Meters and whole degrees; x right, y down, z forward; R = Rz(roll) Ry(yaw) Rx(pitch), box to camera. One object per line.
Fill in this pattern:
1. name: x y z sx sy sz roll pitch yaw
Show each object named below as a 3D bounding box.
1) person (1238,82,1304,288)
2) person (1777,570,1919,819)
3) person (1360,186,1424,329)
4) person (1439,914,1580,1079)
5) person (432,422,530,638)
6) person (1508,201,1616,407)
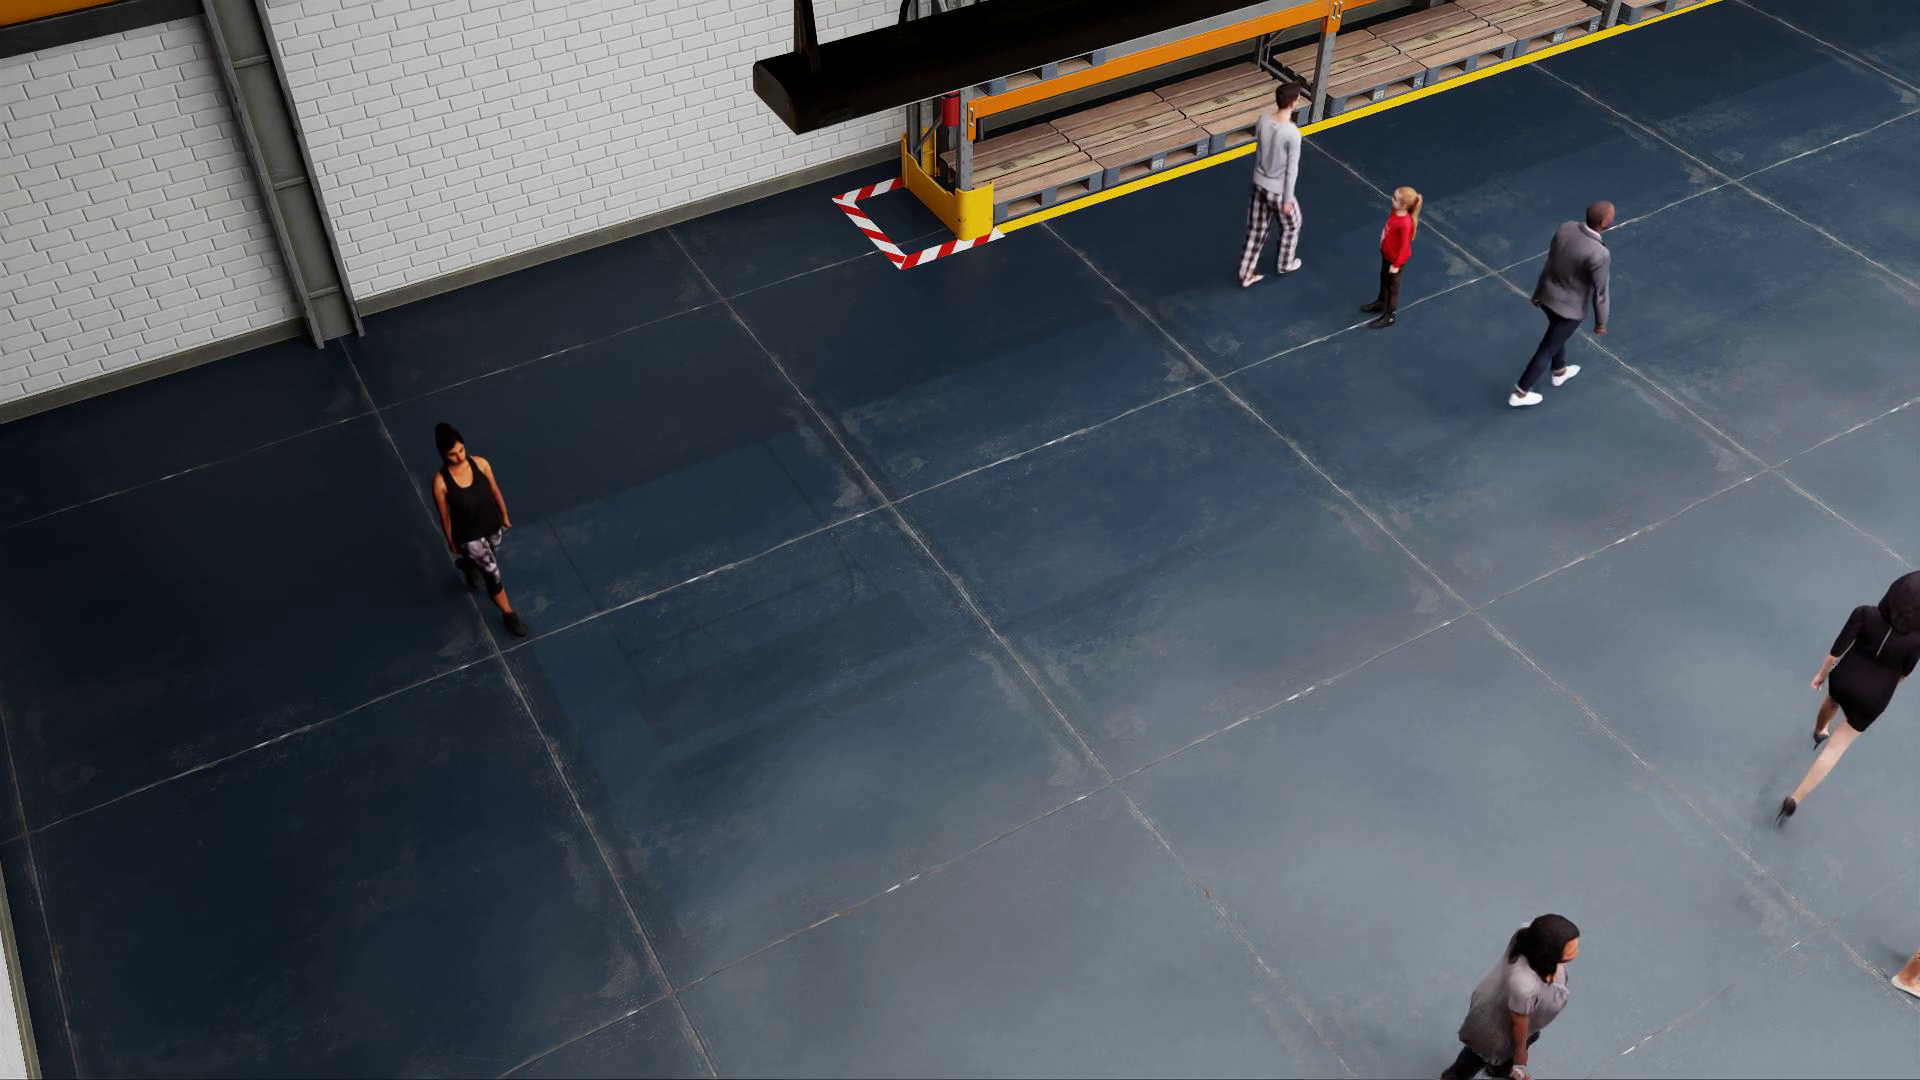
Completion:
1. person: 2.540 -2.891 13.784 0.946 1.828 0.762 -31 51 -28
2. person: 5.245 0.965 9.795 0.768 1.746 1.219 33 53 30
3. person: 3.549 -2.331 13.593 0.585 1.281 0.563 -4 44 -4
4. person: 2.716 2.353 8.453 0.882 1.589 0.822 16 46 16
5. person: -3.241 -0.122 11.019 0.851 1.633 1.045 32 52 29
6. person: 4.502 -1.755 12.622 1.029 1.786 0.856 -13 45 -14
